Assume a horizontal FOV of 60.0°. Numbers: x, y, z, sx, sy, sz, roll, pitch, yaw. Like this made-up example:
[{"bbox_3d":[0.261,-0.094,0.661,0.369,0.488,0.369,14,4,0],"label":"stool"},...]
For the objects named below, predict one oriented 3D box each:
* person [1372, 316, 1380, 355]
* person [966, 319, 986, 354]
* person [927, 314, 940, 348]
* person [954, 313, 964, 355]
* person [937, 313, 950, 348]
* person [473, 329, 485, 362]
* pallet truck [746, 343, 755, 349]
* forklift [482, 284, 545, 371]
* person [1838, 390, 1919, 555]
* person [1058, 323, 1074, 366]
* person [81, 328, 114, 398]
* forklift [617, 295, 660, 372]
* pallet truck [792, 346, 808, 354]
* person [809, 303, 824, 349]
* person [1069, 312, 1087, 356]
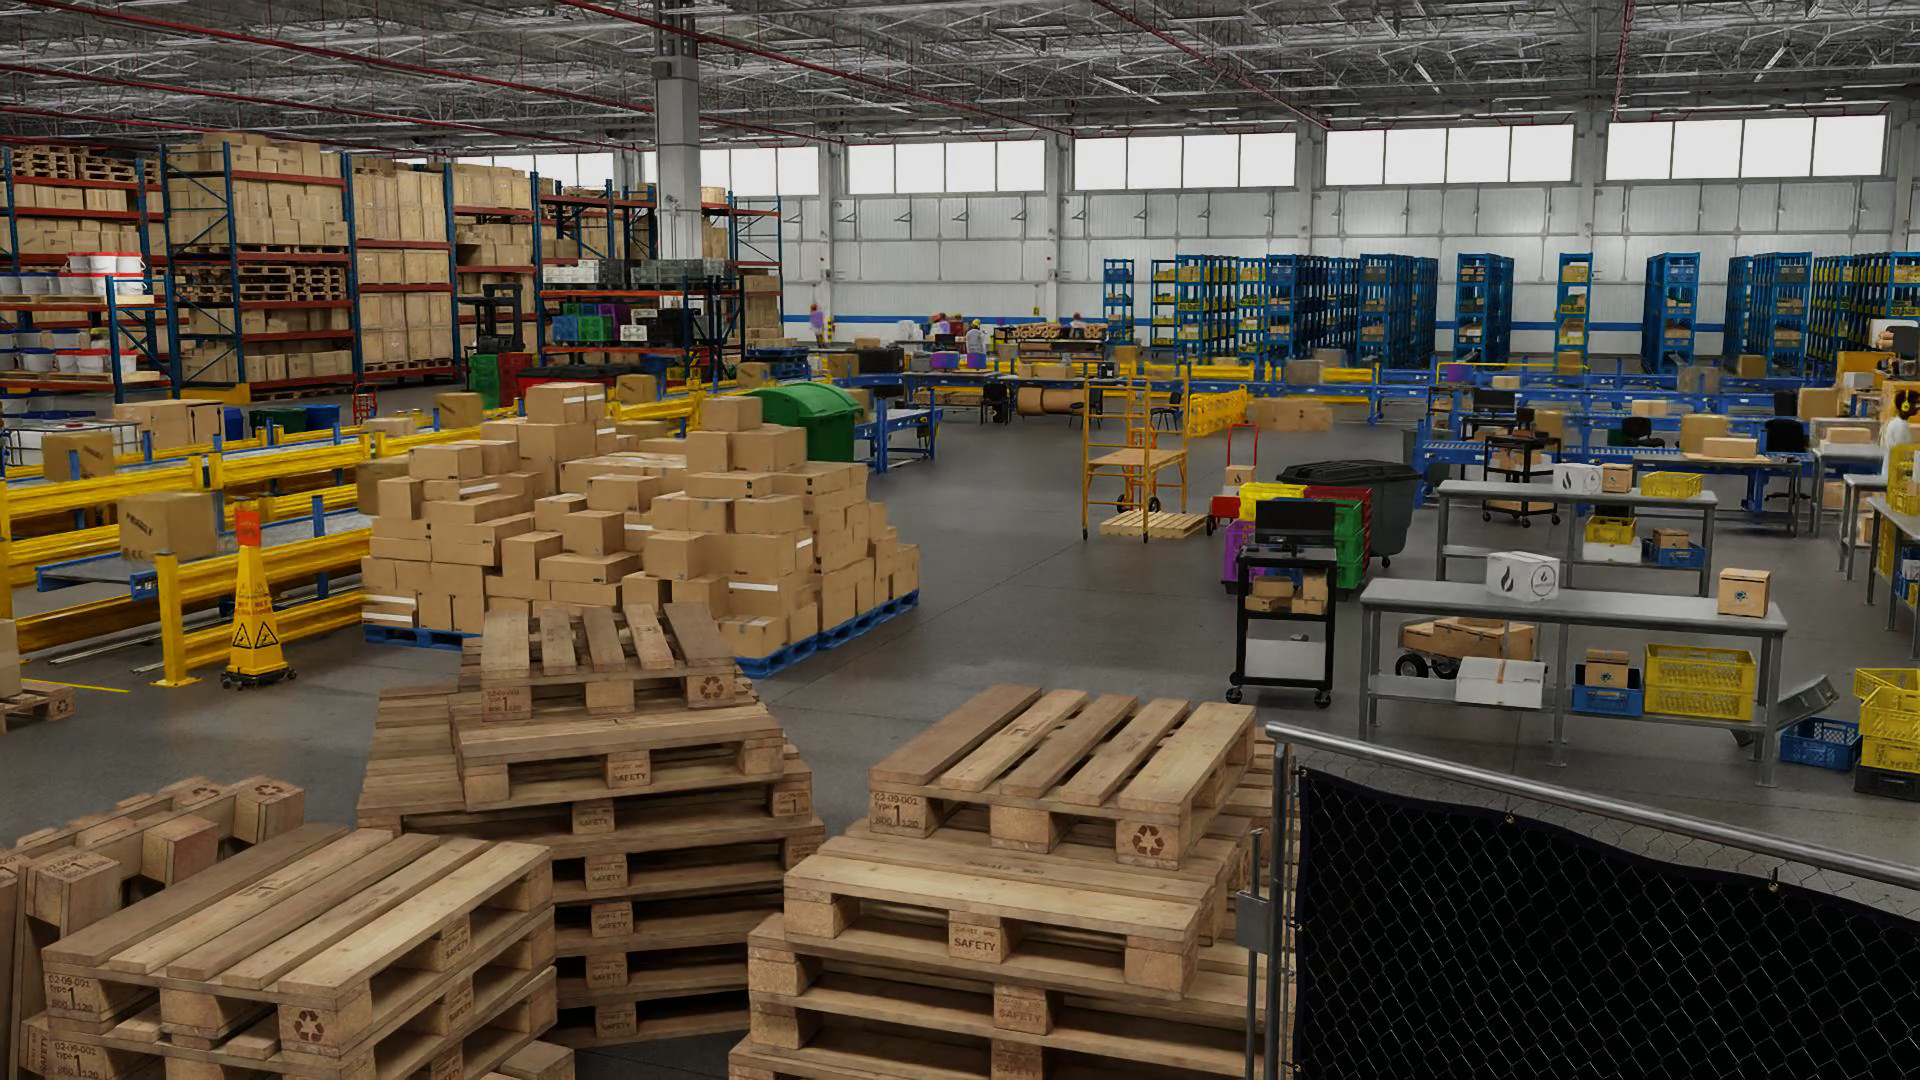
[{"bbox_3d":[13.890,-6.709,55.527,0.403,1.823,0.586,0,9,0],"label":"person"},{"bbox_3d":[0.461,-5.191,45.964,0.590,1.833,0.404,5,10,28],"label":"person"},{"bbox_3d":[-0.830,-6.782,56.359,0.911,1.701,0.566,8,12,40],"label":"person"},{"bbox_3d":[-0.155,-7.299,59.630,0.813,1.700,0.481,-2,9,-10],"label":"person"},{"bbox_3d":[-0.531,-6.301,52.889,0.389,1.847,0.566,6,11,32],"label":"person"},{"bbox_3d":[-12.041,-4.482,41.968,0.322,1.690,0.533,7,11,38],"label":"person"},{"bbox_3d":[-6.183,-4.618,44.264,1.601,1.201,0.680,-9,12,-43],"label":"pallet truck"},{"bbox_3d":[-10.832,-4.702,39.610,1.129,2.768,1.873,3,10,20],"label":"forklift"},{"bbox_3d":[9.860,-0.679,17.618,0.806,1.844,0.521,6,11,35],"label":"person"},{"bbox_3d":[2.401,-3.912,37.574,0.400,1.946,0.613,-1,9,-7],"label":"person"},{"bbox_3d":[-21.413,-4.381,41.187,0.566,1.731,0.830,5,11,30],"label":"person"},{"bbox_3d":[-9.596,-6.186,48.933,1.129,2.768,1.873,3,10,20],"label":"forklift"},{"bbox_3d":[-3.705,-4.298,42.022,0.653,1.274,1.630,3,10,20],"label":"pallet truck"},{"bbox_3d":[-5.883,-8.750,68.105,0.581,1.894,0.606,-4,10,-22],"label":"person"},{"bbox_3d":[3.632,-6.140,51.740,0.657,1.894,0.484,-3,9,-17],"label":"person"}]
